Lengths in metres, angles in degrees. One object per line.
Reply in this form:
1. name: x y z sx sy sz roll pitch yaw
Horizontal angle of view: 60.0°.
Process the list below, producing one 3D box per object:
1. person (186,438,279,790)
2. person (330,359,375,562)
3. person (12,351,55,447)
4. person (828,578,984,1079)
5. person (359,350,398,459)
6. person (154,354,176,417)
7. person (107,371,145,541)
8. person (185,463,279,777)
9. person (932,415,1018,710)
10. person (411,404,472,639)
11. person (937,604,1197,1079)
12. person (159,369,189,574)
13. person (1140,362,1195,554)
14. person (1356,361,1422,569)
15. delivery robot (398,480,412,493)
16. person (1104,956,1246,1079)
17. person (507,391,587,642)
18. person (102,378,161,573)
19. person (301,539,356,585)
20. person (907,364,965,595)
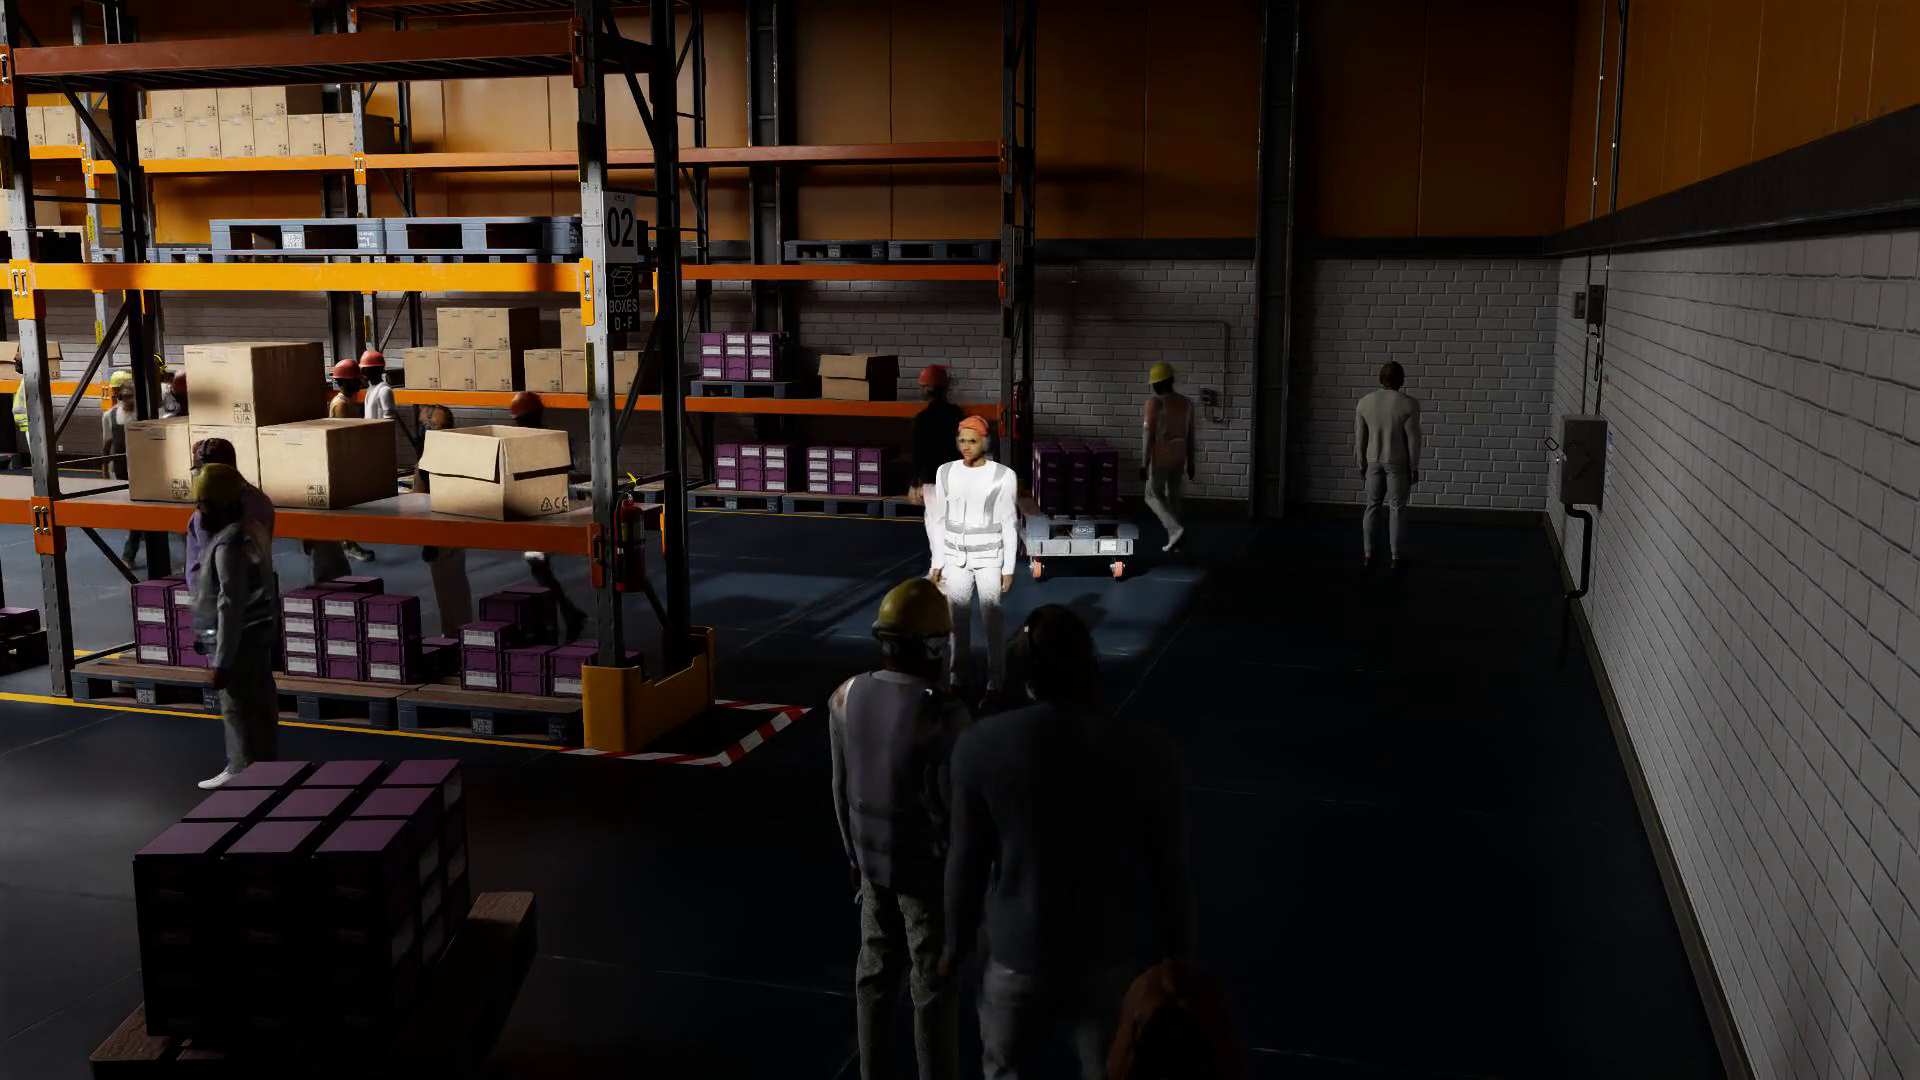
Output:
1. person: -3.955 0.396 8.995 0.407 1.902 0.639 1 9 4
2. person: -5.815 -0.757 15.905 0.356 1.937 0.552 -3 10 -18
3. person: -10.962 -1.326 19.701 0.429 1.837 0.624 -5 11 -30
4. person: -0.141 1.028 5.351 0.586 1.831 0.403 8 12 39
5. person: -6.163 -1.041 17.636 0.379 1.937 0.547 -7 11 -35
6. person: -8.717 -1.088 18.126 0.518 1.873 0.328 1 9 6
7. person: -8.514 -0.859 17.069 0.362 1.749 0.556 4 10 21
8. person: -3.696 0.515 8.497 0.403 1.828 0.625 -2 10 -13
9. person: 0.095 0.141 10.619 0.579 1.878 0.345 5 10 26
10. person: -3.709 -0.054 11.914 0.429 1.842 0.628 0 9 -2
11. person: 0.276 1.127 4.485 0.724 1.916 0.394 1 9 3
12. person: -6.115 -0.354 13.189 0.585 2.030 0.618 4 10 24
13. person: 2.037 -0.778 16.143 0.631 1.897 0.483 -6 11 -32
14. person: 4.005 -0.699 15.551 0.629 1.940 0.373 7 11 35
15. delivery robot: -5.957 -0.394 17.613 0.707 0.478 0.477 6 11 30
16. person: 0.377 1.519 2.977 0.501 1.629 0.275 2 10 12
17. person: -3.103 -0.174 12.508 0.865 1.901 0.567 7 12 38
18. person: -7.757 -0.636 15.673 0.533 1.797 0.958 -1 9 -4
19. person: -4.584 -0.030 12.167 0.592 1.696 0.557 -1 9 -5
20. person: -0.245 -0.522 14.334 0.703 1.973 0.643 7 11 35
